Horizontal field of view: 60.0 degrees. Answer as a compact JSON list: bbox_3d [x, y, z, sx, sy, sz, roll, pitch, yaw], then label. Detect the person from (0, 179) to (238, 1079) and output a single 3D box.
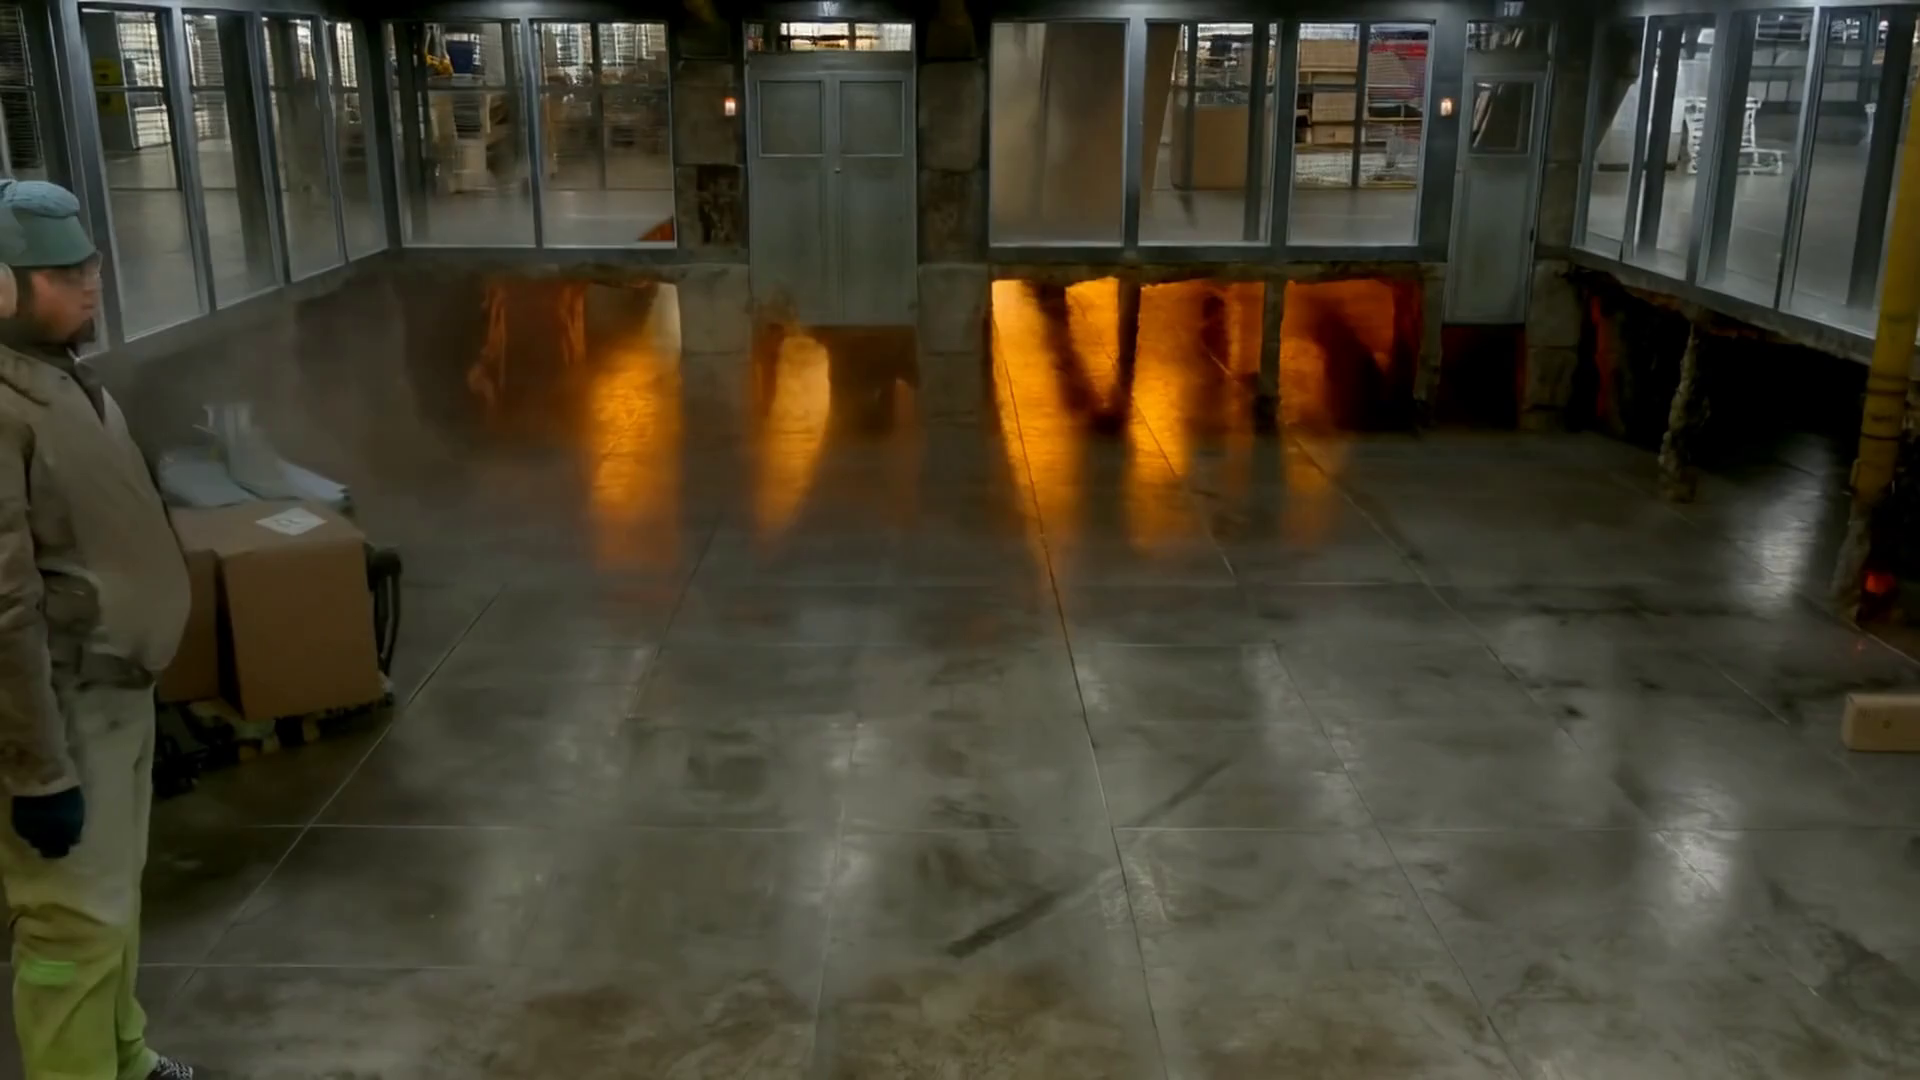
[{"bbox_3d":[-1.609,0.307,3.061,0.402,1.906,0.652,-5,17,-15],"label":"person"}]
